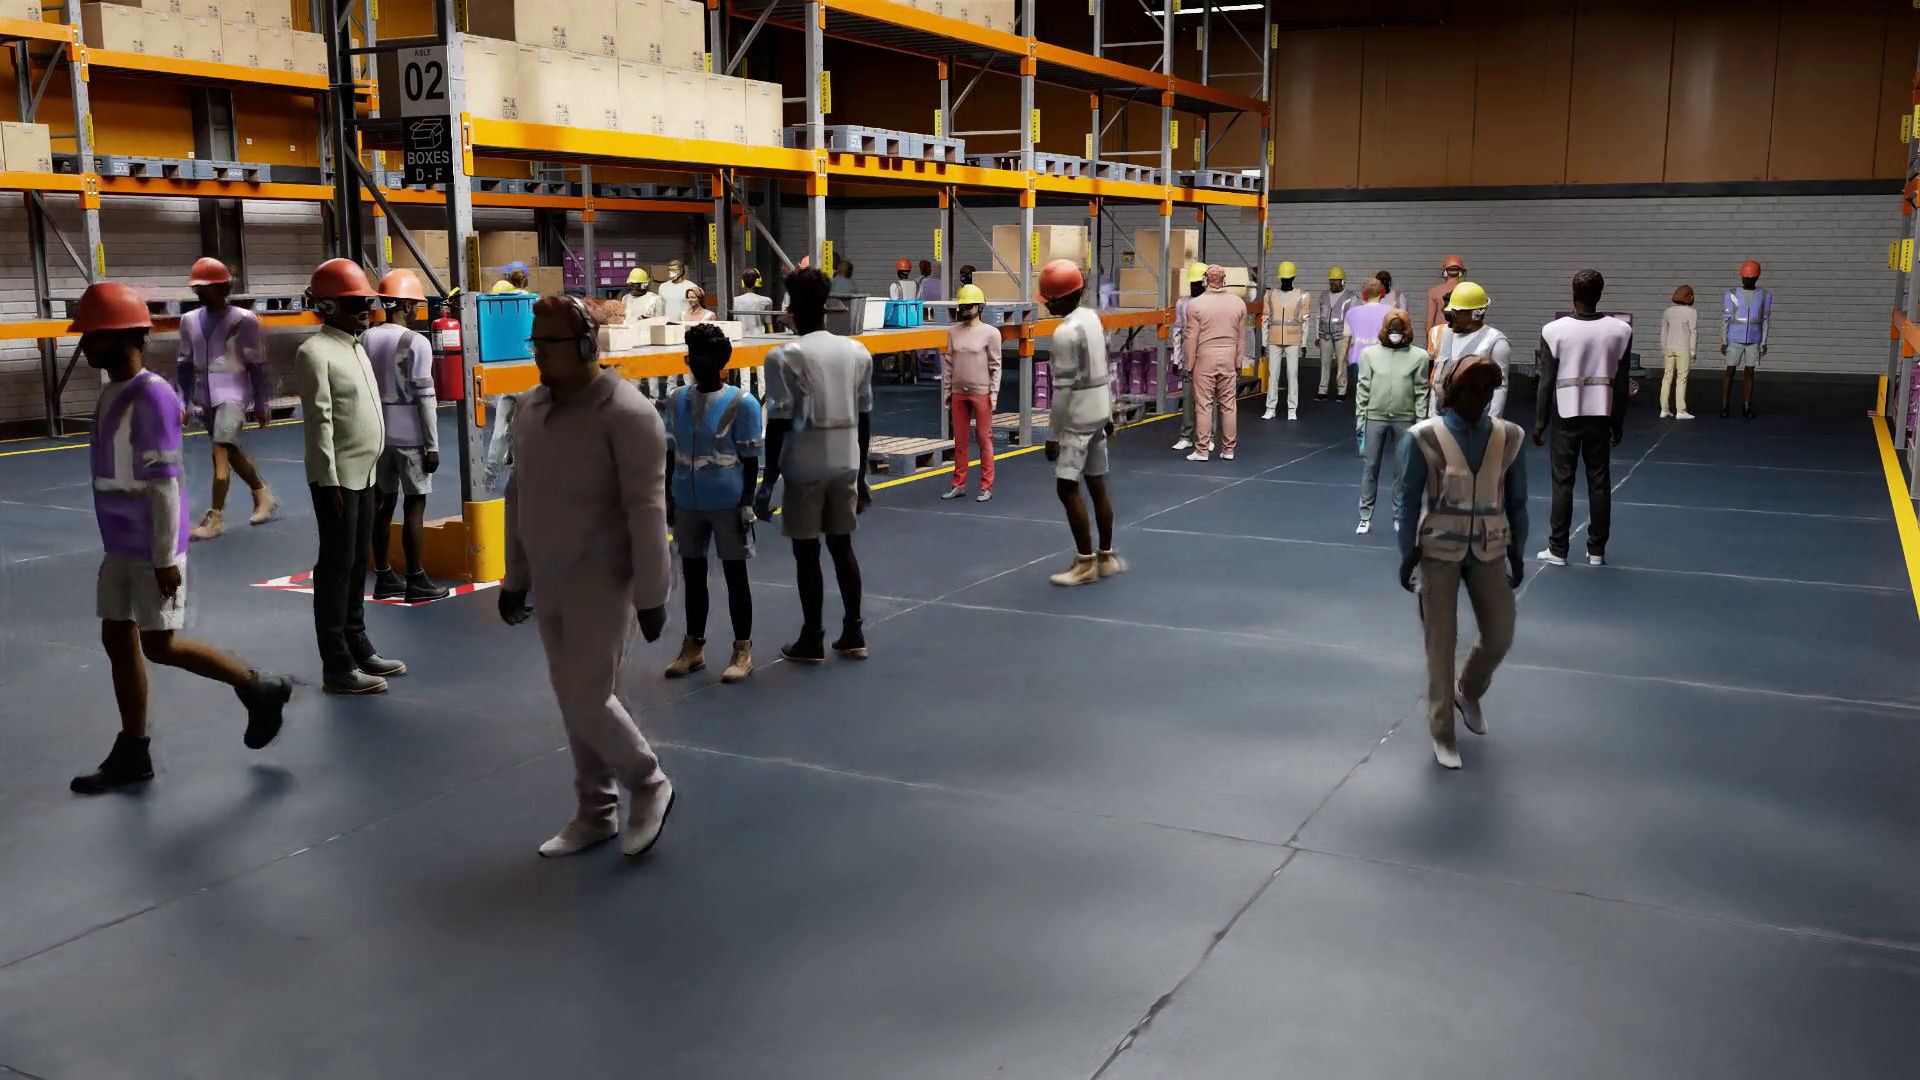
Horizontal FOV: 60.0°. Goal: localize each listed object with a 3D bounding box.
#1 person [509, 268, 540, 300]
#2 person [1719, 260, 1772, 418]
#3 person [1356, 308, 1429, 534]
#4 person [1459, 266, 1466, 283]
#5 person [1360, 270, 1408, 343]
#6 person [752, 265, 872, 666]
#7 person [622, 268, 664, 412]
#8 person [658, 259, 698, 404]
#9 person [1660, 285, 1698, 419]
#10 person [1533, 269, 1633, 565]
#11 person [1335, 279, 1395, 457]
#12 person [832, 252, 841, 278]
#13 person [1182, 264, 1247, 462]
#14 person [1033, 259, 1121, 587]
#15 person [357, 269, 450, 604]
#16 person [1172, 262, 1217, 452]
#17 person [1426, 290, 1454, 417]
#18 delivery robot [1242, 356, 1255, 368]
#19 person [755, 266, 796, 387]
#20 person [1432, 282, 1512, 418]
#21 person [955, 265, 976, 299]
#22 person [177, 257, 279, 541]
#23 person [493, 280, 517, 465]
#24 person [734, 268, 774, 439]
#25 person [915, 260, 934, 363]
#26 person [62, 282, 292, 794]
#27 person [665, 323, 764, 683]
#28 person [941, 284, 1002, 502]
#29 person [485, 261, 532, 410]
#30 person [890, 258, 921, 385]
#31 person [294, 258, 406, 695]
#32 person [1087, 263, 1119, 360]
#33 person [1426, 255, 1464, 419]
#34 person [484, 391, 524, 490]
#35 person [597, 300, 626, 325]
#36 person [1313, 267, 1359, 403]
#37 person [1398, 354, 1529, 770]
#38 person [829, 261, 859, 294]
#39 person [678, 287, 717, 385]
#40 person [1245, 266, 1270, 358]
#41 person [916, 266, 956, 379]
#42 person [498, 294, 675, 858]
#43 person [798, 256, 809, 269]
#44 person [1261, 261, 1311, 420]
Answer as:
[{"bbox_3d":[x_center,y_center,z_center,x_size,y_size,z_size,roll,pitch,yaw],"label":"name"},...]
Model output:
[{"bbox_3d":[-5.240,-2.325,19.912,0.507,1.842,0.351,-5,11,-26],"label":"person"},{"bbox_3d":[9.629,-2.452,20.392,0.547,1.929,0.385,3,10,15],"label":"person"},{"bbox_3d":[3.091,-0.844,11.935,0.498,1.633,0.283,2,10,13],"label":"person"},{"bbox_3d":[6.218,-2.532,21.049,0.436,1.860,0.569,-5,11,-25],"label":"person"},{"bbox_3d":[5.493,-2.591,21.574,0.632,1.809,0.915,3,10,18],"label":"person"},{"bbox_3d":[-0.706,-0.356,8.168,0.624,1.966,0.371,-9,13,-41],"label":"person"},{"bbox_3d":[-4.007,-2.491,20.905,0.599,1.827,0.403,3,10,17],"label":"person"},{"bbox_3d":[-3.763,-2.777,22.245,0.627,1.941,0.370,3,10,18],"label":"person"},{"bbox_3d":[8.810,-2.302,20.374,0.286,1.633,0.500,-5,11,-26],"label":"person"},{"bbox_3d":[4.022,-0.785,10.774,0.588,1.920,0.392,0,10,1],"label":"person"},{"bbox_3d":[4.093,-1.733,16.733,0.595,1.776,0.902,6,12,32],"label":"person"},{"bbox_3d":[-2.210,-4.032,29.219,0.689,2.000,0.538,3,10,16],"label":"person"},{"bbox_3d":[2.452,-1.710,16.160,0.636,1.910,0.404,-3,10,-17],"label":"person"},{"bbox_3d":[0.745,-0.716,10.205,0.422,1.996,0.792,5,11,26],"label":"person"},{"bbox_3d":[-3.225,-0.597,9.661,0.543,1.932,0.384,5,11,26],"label":"person"},{"bbox_3d":[2.444,-1.859,16.974,0.591,1.923,0.381,6,11,31],"label":"person"},{"bbox_3d":[4.291,-1.321,14.505,0.540,1.698,0.317,9,13,42],"label":"person"},{"bbox_3d":[4.194,-2.629,25.119,0.707,0.478,0.477,-2,10,-10],"label":"delivery robot"},{"bbox_3d":[-2.486,-3.008,23.867,0.960,1.835,0.596,-4,11,-23],"label":"person"},{"bbox_3d":[3.433,-0.835,11.336,0.404,1.825,0.586,-6,11,-31],"label":"person"},{"bbox_3d":[0.131,-3.170,24.805,0.429,1.842,0.632,-7,12,-35],"label":"person"},{"bbox_3d":[-5.314,-1.040,12.041,0.625,2.001,1.041,2,10,14],"label":"person"},{"bbox_3d":[-4.262,-1.564,15.727,0.525,1.768,0.319,5,11,27],"label":"person"},{"bbox_3d":[-2.257,-2.023,18.107,0.521,1.865,0.334,1,10,7],"label":"person"},{"bbox_3d":[-0.674,-4.216,30.737,0.337,1.881,0.584,-4,10,-20],"label":"person"},{"bbox_3d":[-3.027,-0.020,6.343,0.543,1.922,0.732,10,14,44],"label":"person"},{"bbox_3d":[-1.181,-0.174,7.878,0.535,1.697,0.318,4,11,22],"label":"person"},{"bbox_3d":[0.090,-1.193,13.572,0.524,1.770,0.315,6,11,30],"label":"person"},{"bbox_3d":[-5.565,-2.471,20.519,0.615,1.925,0.641,-1,10,-6],"label":"person"},{"bbox_3d":[-0.856,-3.349,25.553,0.545,1.942,0.350,-7,12,-37],"label":"person"},{"bbox_3d":[-2.835,-0.296,7.715,0.378,1.996,0.611,0,10,-1],"label":"person"},{"bbox_3d":[2.065,-3.267,25.142,0.648,1.911,0.759,0,10,-2],"label":"person"},{"bbox_3d":[5.913,-2.422,20.035,0.610,1.993,0.380,2,10,9],"label":"person"},{"bbox_3d":[-3.815,-1.272,14.276,0.494,1.684,0.939,6,11,31],"label":"person"},{"bbox_3d":[-2.899,-1.188,13.932,0.289,1.632,0.497,-3,10,-18],"label":"person"},{"bbox_3d":[5.084,-2.779,22.568,0.586,1.833,0.403,7,12,33],"label":"person"},{"bbox_3d":[2.004,0.072,6.647,0.535,1.630,0.499,0,10,-1],"label":"person"},{"bbox_3d":[-1.903,-3.371,25.797,0.680,1.906,0.583,6,11,31],"label":"person"},{"bbox_3d":[-3.000,-2.065,18.988,0.513,1.642,0.311,4,11,21],"label":"person"},{"bbox_3d":[4.730,-3.415,26.281,0.458,1.824,0.648,5,11,28],"label":"person"},{"bbox_3d":[-0.391,-3.468,26.476,0.708,1.865,0.620,8,12,37],"label":"person"},{"bbox_3d":[-1.262,0.144,5.491,0.661,1.894,0.415,9,13,41],"label":"person"},{"bbox_3d":[-1.977,-2.712,21.735,0.392,1.986,0.610,1,10,4],"label":"person"},{"bbox_3d":[3.934,-2.408,20.157,0.586,1.924,0.370,4,10,21],"label":"person"}]
